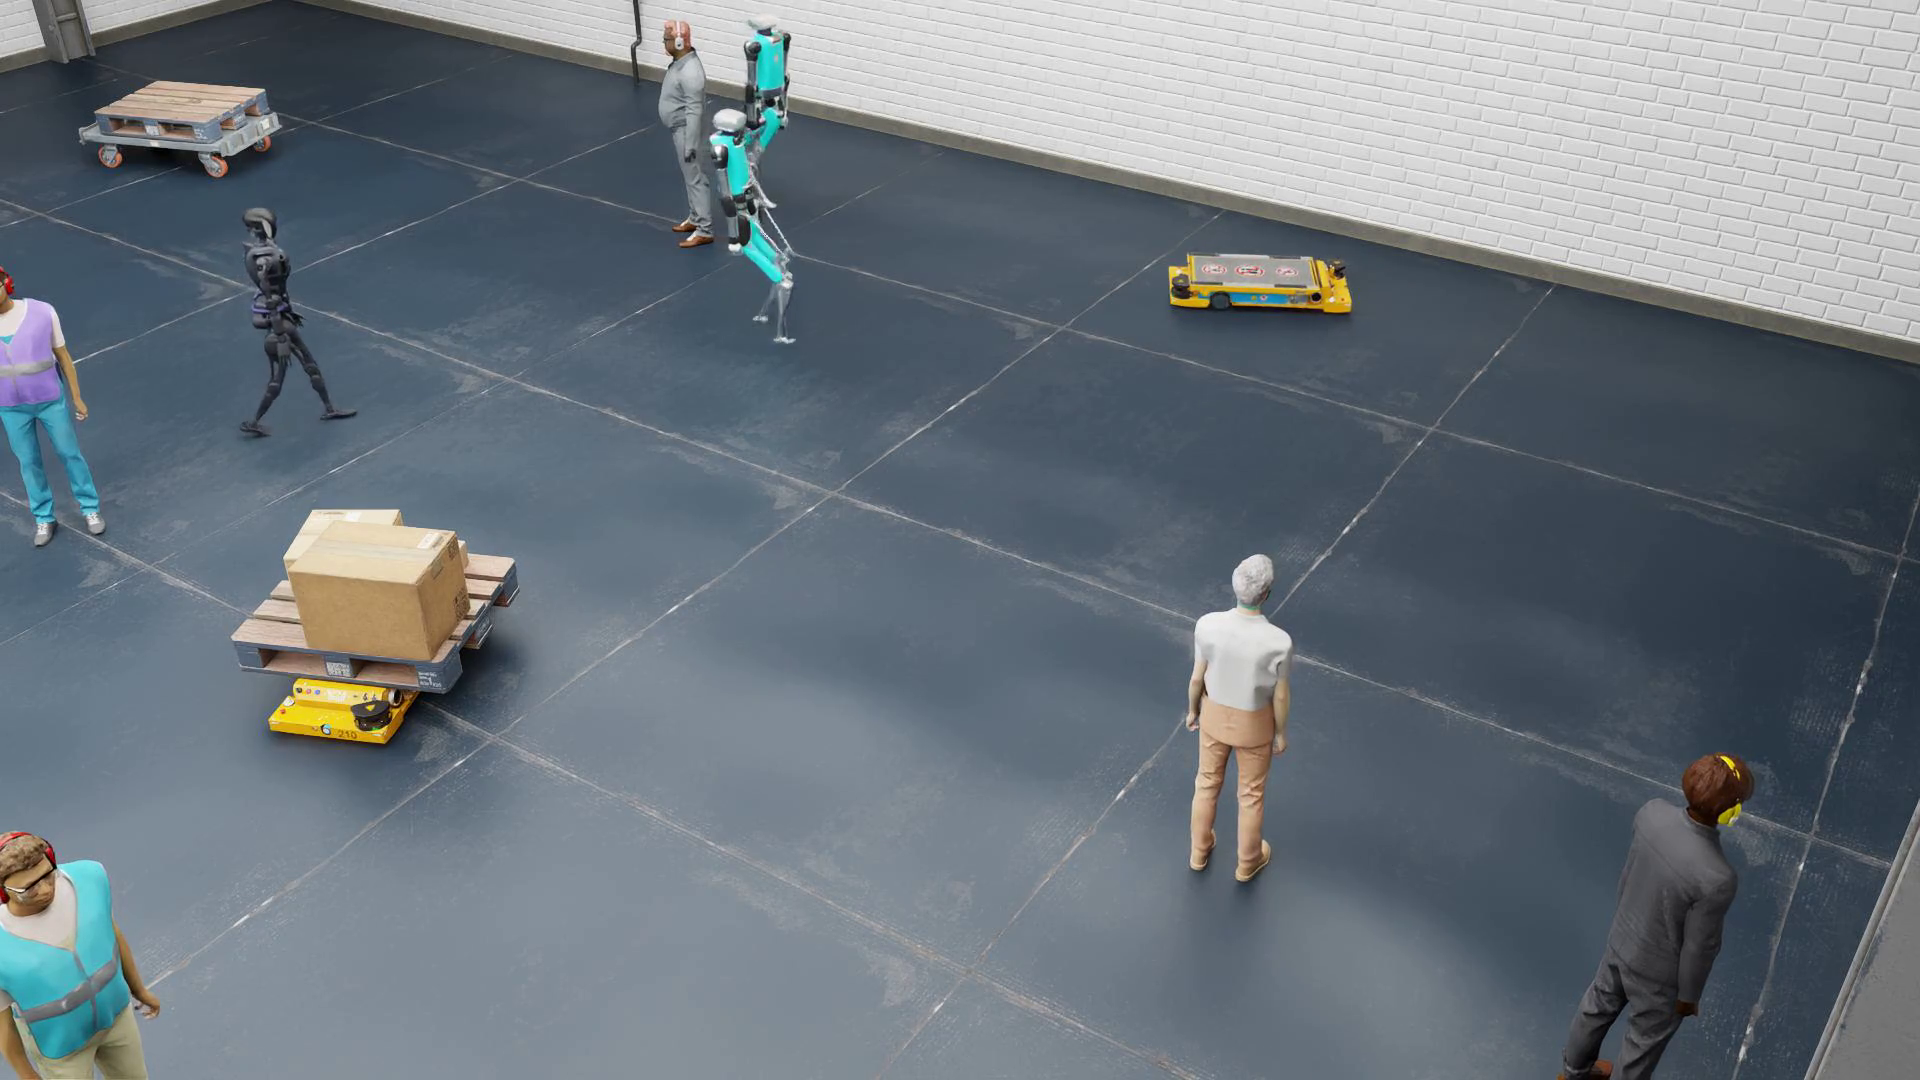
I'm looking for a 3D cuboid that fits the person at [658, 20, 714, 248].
[{"bbox_3d":[-2.328,-3.444,14.103,0.412,1.908,0.640,-9,34,-13],"label":"person"}]

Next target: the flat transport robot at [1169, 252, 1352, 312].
[{"bbox_3d":[2.423,-2.085,13.500,1.431,0.231,0.659,3,33,4],"label":"flat transport robot"}]

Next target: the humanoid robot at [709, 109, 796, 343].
[{"bbox_3d":[-1.439,-2.352,12.585,0.814,1.800,0.532,5,33,8],"label":"humanoid robot"}]

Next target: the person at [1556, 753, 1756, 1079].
[{"bbox_3d":[2.650,1.570,6.343,0.353,1.866,0.490,-9,34,-14],"label":"person"}]

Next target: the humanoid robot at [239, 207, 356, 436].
[{"bbox_3d":[-4.657,-1.480,11.304,0.762,1.637,0.608,-8,34,-12],"label":"humanoid robot"}]

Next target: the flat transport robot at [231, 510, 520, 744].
[{"bbox_3d":[-3.214,0.599,9.324,0.659,0.231,1.431,5,33,8],"label":"flat transport robot"}]

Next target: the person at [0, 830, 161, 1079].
[{"bbox_3d":[-3.198,1.767,6.049,0.391,1.846,0.564,13,35,19],"label":"person"}]

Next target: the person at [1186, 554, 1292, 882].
[{"bbox_3d":[1.267,0.821,7.611,0.482,1.748,0.327,15,36,22],"label":"person"}]

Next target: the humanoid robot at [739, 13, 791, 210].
[{"bbox_3d":[-1.862,-3.788,14.856,0.709,1.856,0.542,20,38,29],"label":"humanoid robot"}]

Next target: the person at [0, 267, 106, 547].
[{"bbox_3d":[-5.646,-0.842,10.111,0.569,1.840,0.375,-13,35,-19],"label":"person"}]
